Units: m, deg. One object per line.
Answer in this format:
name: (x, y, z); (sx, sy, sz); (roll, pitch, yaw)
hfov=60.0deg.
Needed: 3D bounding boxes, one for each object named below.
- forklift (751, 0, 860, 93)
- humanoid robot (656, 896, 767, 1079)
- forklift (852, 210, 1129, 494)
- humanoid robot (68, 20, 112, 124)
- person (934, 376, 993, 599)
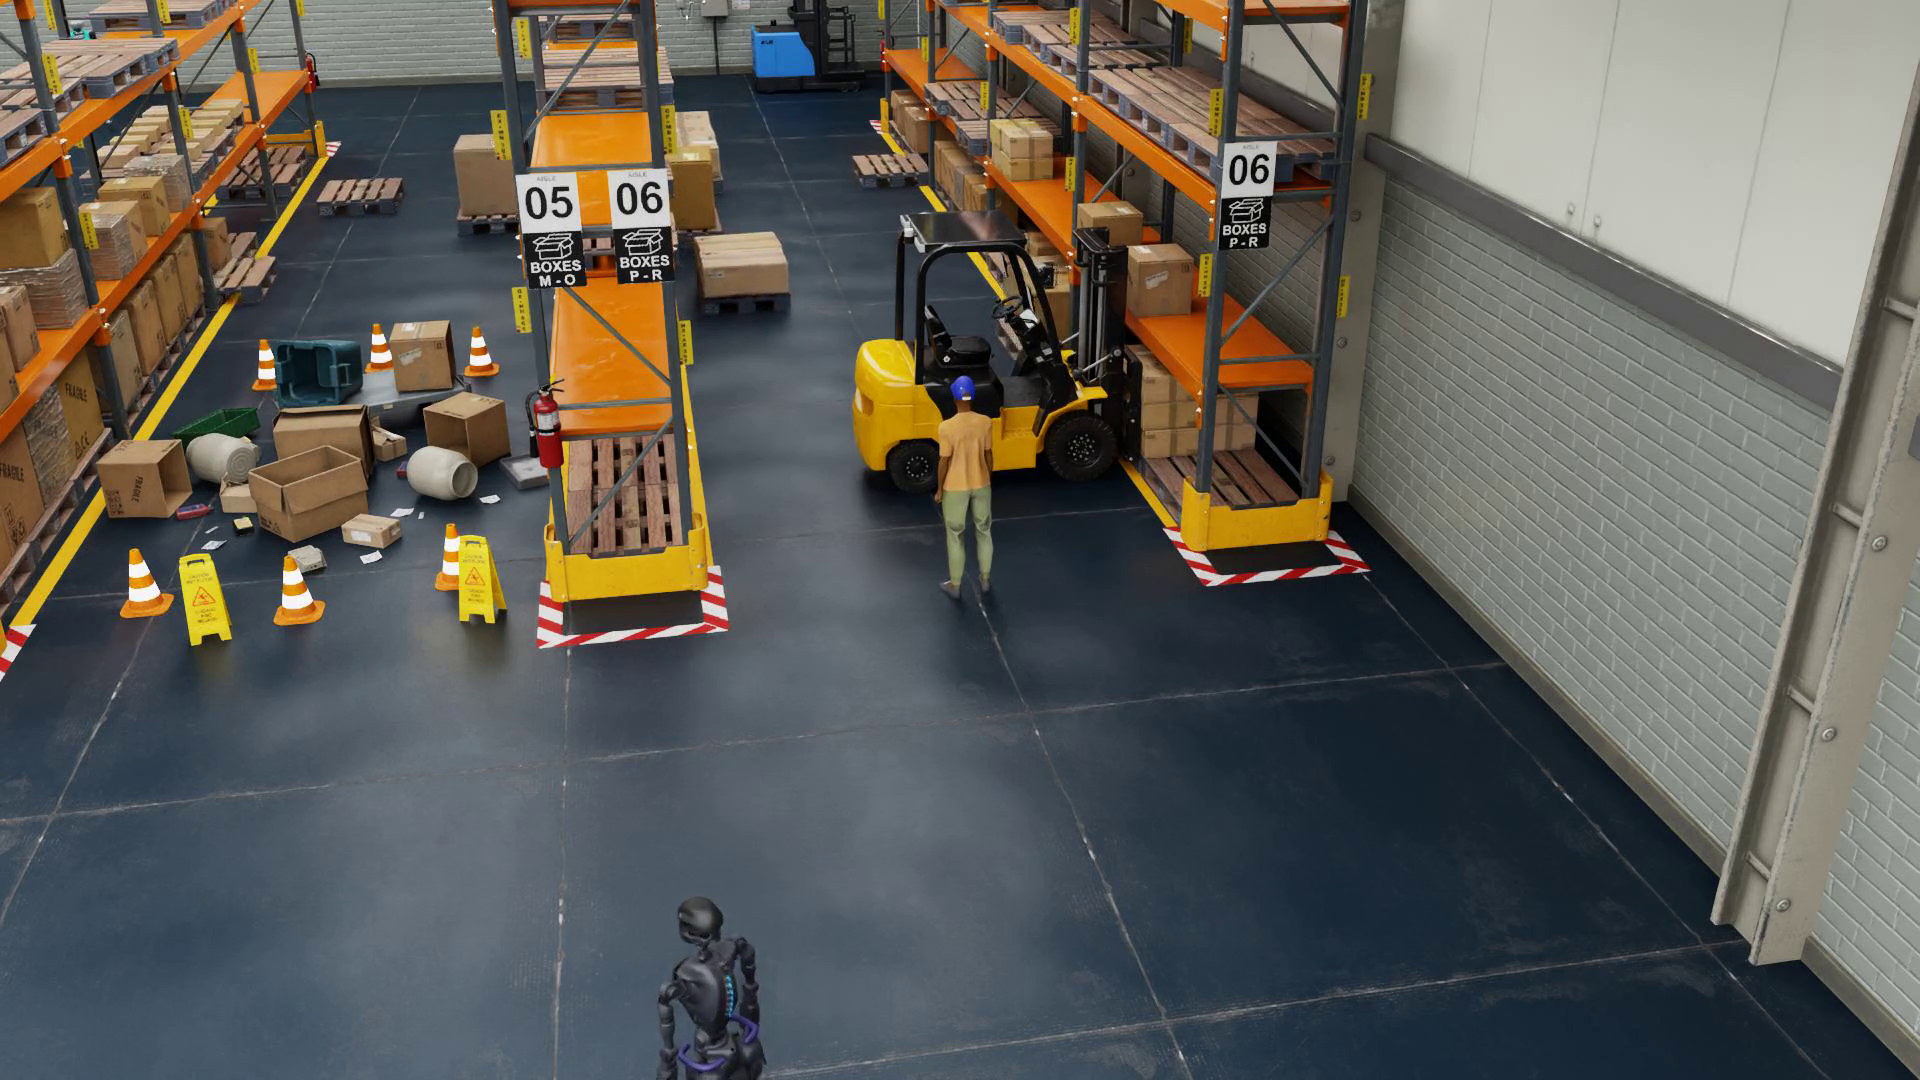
forklift: (-2.872, -9.679, 30.288); (1.873, 2.768, 1.129); (-5, 26, -10)
humanoid robot: (-1.029, 2.206, 6.914); (0.312, 1.657, 0.611); (18, 31, 33)
forklift: (0.216, -1.659, 14.366); (2.313, 2.155, 1.214); (-5, 26, -10)
humanoid robot: (-14.262, -7.610, 27.329); (0.552, 1.748, 1.039); (-21, 33, -37)
person: (0.028, -0.395, 12.277); (0.455, 1.718, 0.366); (-9, 27, -18)
